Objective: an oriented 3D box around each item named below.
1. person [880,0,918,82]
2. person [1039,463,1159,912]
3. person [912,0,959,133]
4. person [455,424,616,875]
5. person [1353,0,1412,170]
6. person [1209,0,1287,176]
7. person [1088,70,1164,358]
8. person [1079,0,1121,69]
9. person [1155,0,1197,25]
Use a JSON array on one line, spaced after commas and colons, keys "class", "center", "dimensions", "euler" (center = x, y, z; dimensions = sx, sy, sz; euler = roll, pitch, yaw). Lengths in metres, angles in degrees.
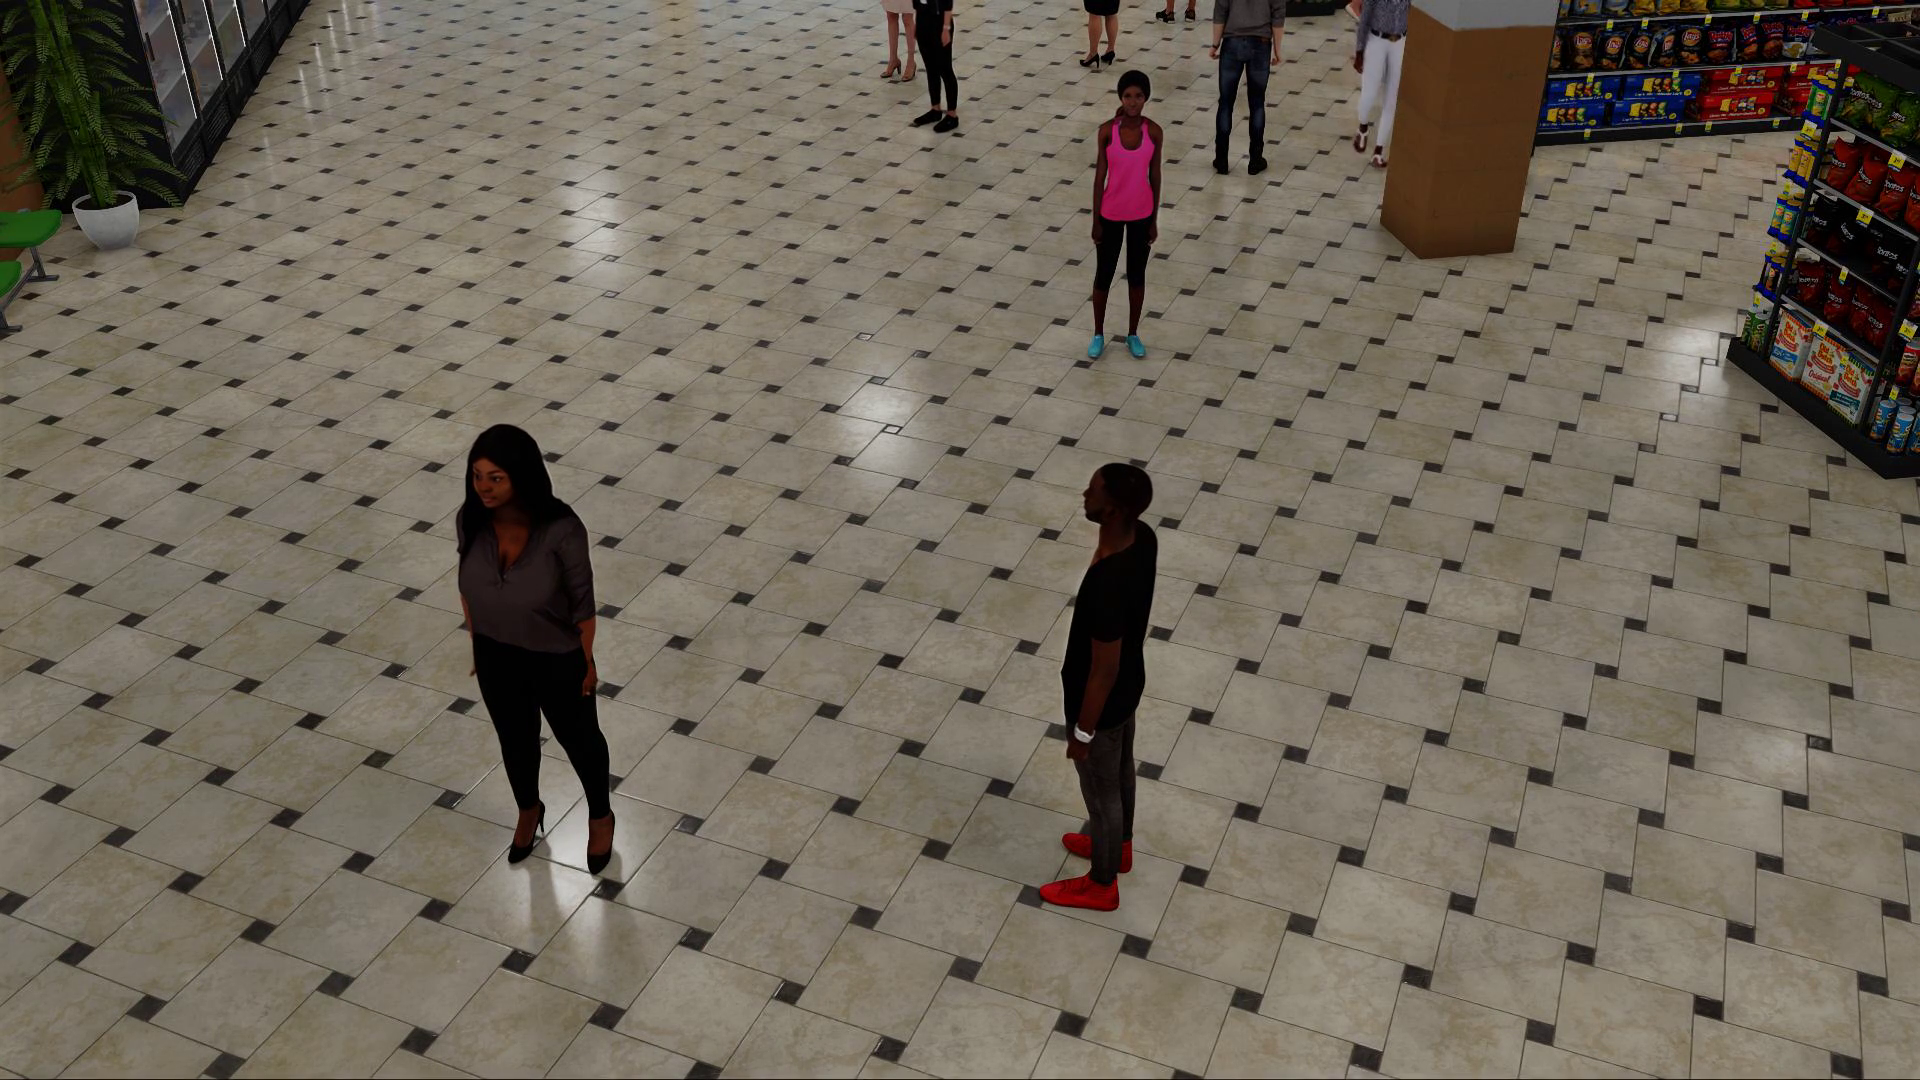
[{"class": "person", "center": [-0.537, -4.933, 14.627], "dimensions": [0.680, 1.736, 0.745], "euler": [19, 37, 28]}, {"class": "person", "center": [0.518, 0.522, 5.793], "dimensions": [0.707, 1.806, 0.715], "euler": [10, 33, 16]}, {"class": "person", "center": [-0.187, -4.190, 13.459], "dimensions": [0.697, 1.707, 0.686], "euler": [-22, 38, -31]}, {"class": "person", "center": [-1.513, 0.411, 5.937], "dimensions": [0.656, 1.842, 0.784], "euler": [6, 32, 9]}, {"class": "person", "center": [3.255, -3.736, 12.723], "dimensions": [0.725, 1.715, 0.770], "euler": [2, 32, 3]}, {"class": "person", "center": [2.149, -3.711, 12.504], "dimensions": [0.635, 1.903, 0.825], "euler": [6, 32, 9]}, {"class": "person", "center": [0.972, -1.903, 9.769], "dimensions": [0.534, 1.723, 0.643], "euler": [0, 32, -1]}, {"class": "person", "center": [1.283, -5.116, 14.982], "dimensions": [0.697, 1.671, 0.838], "euler": [-17, 36, -25]}, {"class": "person", "center": [2.182, -6.028, 16.267], "dimensions": [0.493, 1.861, 0.714], "euler": [-5, 32, -9]}]
